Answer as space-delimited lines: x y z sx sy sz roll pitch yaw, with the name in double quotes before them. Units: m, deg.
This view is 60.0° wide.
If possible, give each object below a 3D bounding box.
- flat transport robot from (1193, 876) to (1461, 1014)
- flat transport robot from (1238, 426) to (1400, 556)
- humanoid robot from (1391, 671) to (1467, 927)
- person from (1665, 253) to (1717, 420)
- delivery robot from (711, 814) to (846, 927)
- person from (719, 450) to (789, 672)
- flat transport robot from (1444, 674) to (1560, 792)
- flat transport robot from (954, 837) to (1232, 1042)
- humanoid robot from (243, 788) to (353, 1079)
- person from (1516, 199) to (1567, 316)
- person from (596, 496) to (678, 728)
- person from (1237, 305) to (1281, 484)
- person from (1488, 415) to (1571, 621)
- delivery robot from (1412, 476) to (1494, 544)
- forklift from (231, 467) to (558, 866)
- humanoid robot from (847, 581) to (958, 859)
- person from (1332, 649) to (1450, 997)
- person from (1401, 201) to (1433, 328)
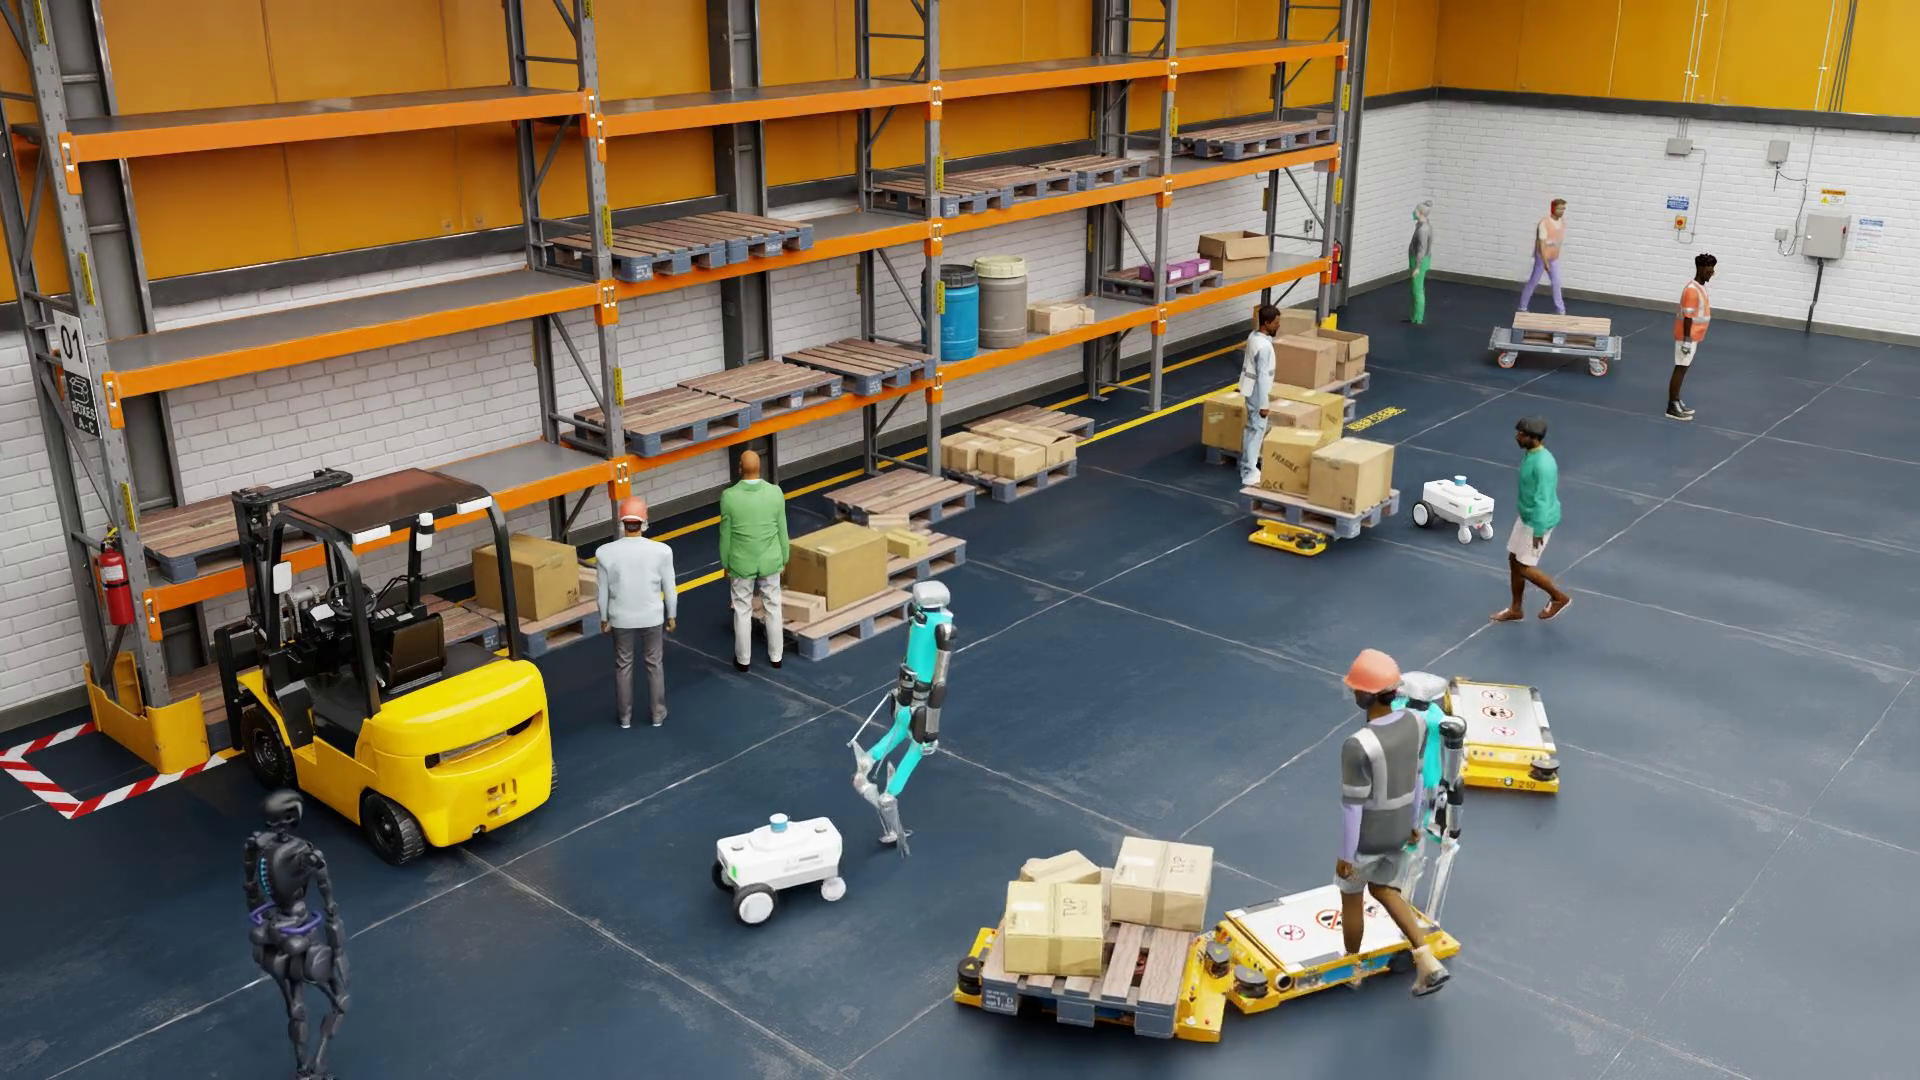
"flat transport robot" 2.050 2.266 9.412 1.431 0.231 0.659 -9 22 -22
"flat transport robot" 3.441 -0.175 16.025 0.659 0.231 1.431 16 26 37
"humanoid robot" 2.637 1.499 9.359 0.540 1.787 0.761 16 26 37
"person" 8.635 -2.406 19.663 0.373 1.936 0.606 12 23 29
"delivery robot" -1.083 1.923 9.925 0.792 0.592 0.499 -9 22 -22
"person" -1.593 0.169 12.926 0.544 1.777 0.387 -6 21 -16
"flat transport robot" 3.838 1.363 11.857 0.659 0.231 1.431 4 21 11
"flat transport robot" 0.736 2.383 9.095 1.431 0.231 0.659 5 21 13
"humanoid robot" -3.287 1.974 8.178 0.604 1.647 0.349 8 22 20
"person" 8.694 -4.143 24.567 0.569 1.796 0.954 -11 23 -27
"person" -2.324 0.524 12.009 0.576 1.737 0.352 -4 21 -10
"person" 3.096 -1.501 17.262 0.410 1.907 0.596 0 20 0
"person" 4.767 -0.145 13.697 0.549 1.825 0.522 0 20 -1
"delivery robot" 4.779 -0.318 16.022 0.499 0.609 0.813 -9 22 -24
"forklift" -3.730 0.710 10.856 2.313 2.155 1.214 17 26 38
"humanoid robot" -0.411 1.184 10.356 0.781 1.851 0.540 -9 22 -23
"person" 2.266 1.560 8.805 0.623 2.017 0.693 -15 25 -35
"person" 6.661 -4.012 24.152 0.324 1.839 0.523 7 21 18
